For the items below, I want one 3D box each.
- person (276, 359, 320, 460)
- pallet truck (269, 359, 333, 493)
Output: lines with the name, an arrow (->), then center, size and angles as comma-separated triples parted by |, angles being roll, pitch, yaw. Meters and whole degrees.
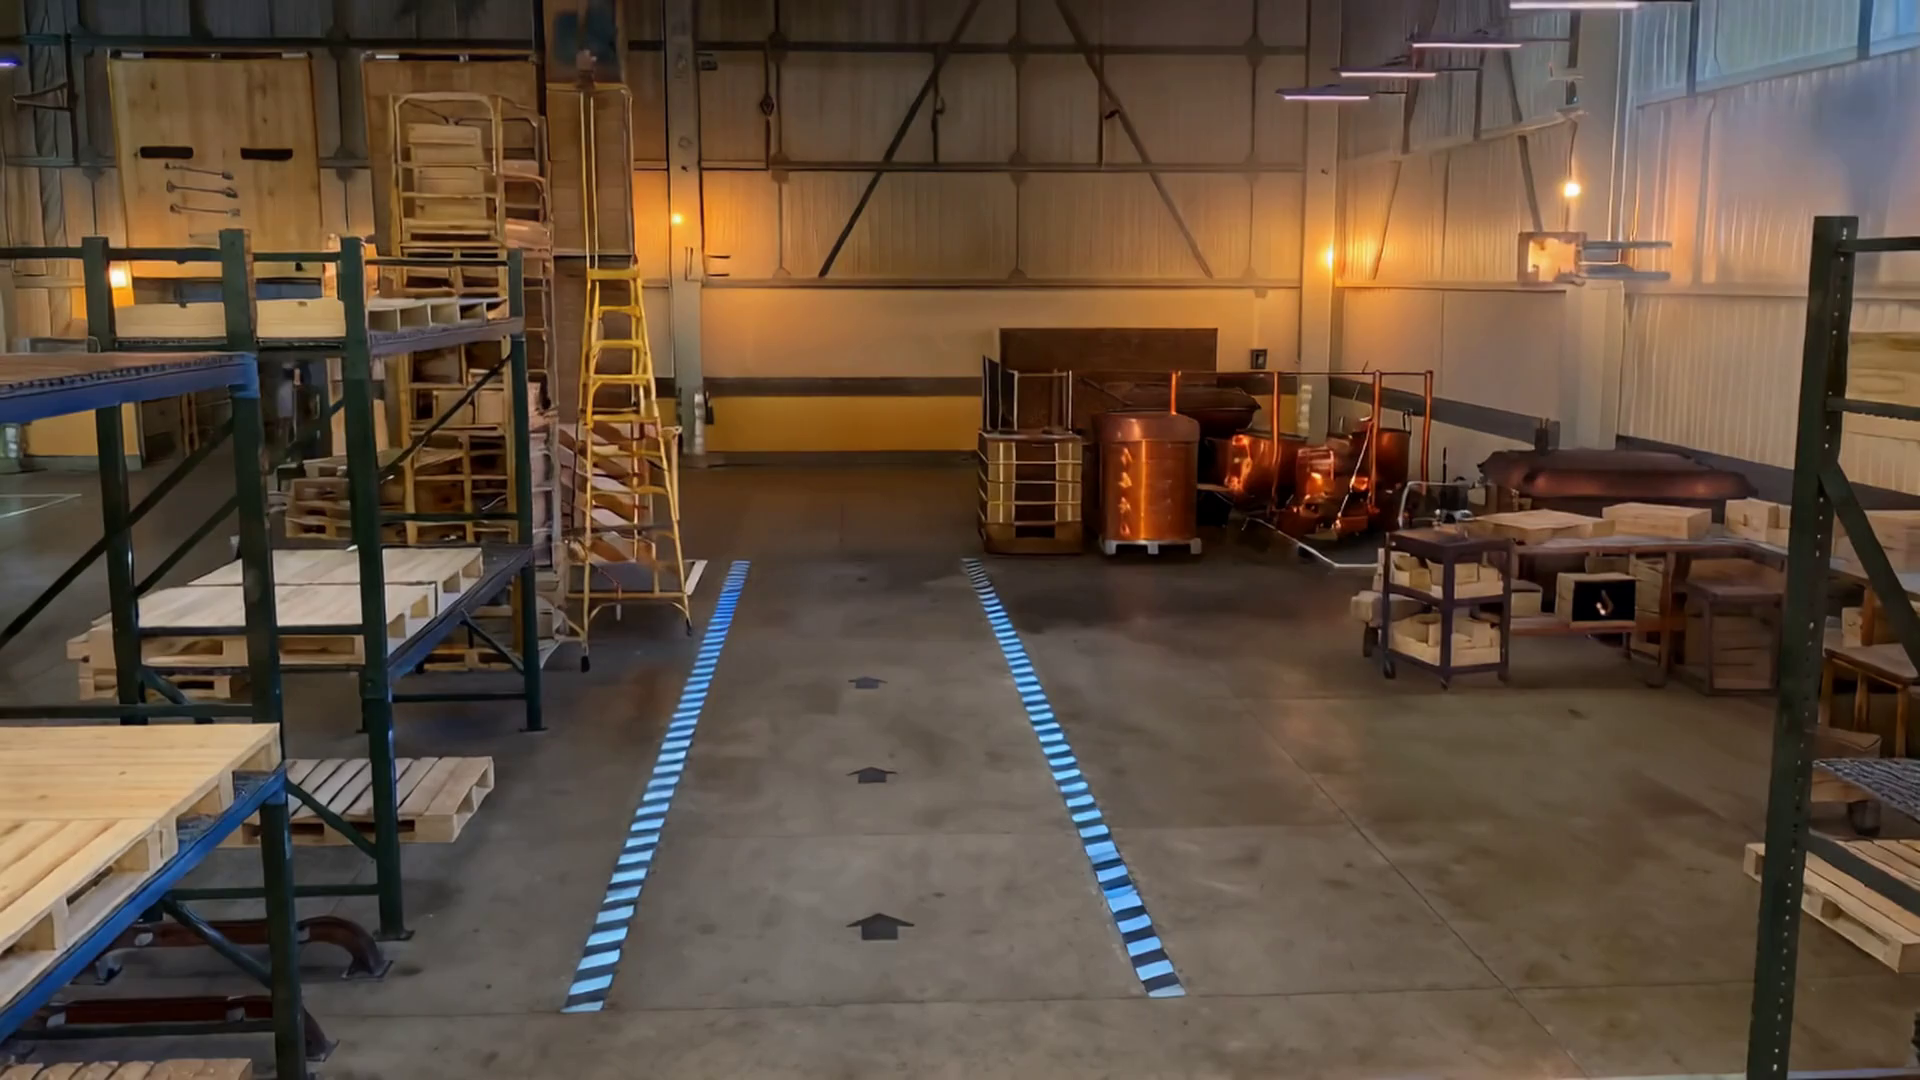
person -> -8.336, -1.372, 20.861 | 1.010, 1.892, 0.544 | 4, 10, 22
pallet truck -> -7.062, -1.131, 18.996 | 1.885, 1.965, 0.823 | 2, 9, 13
